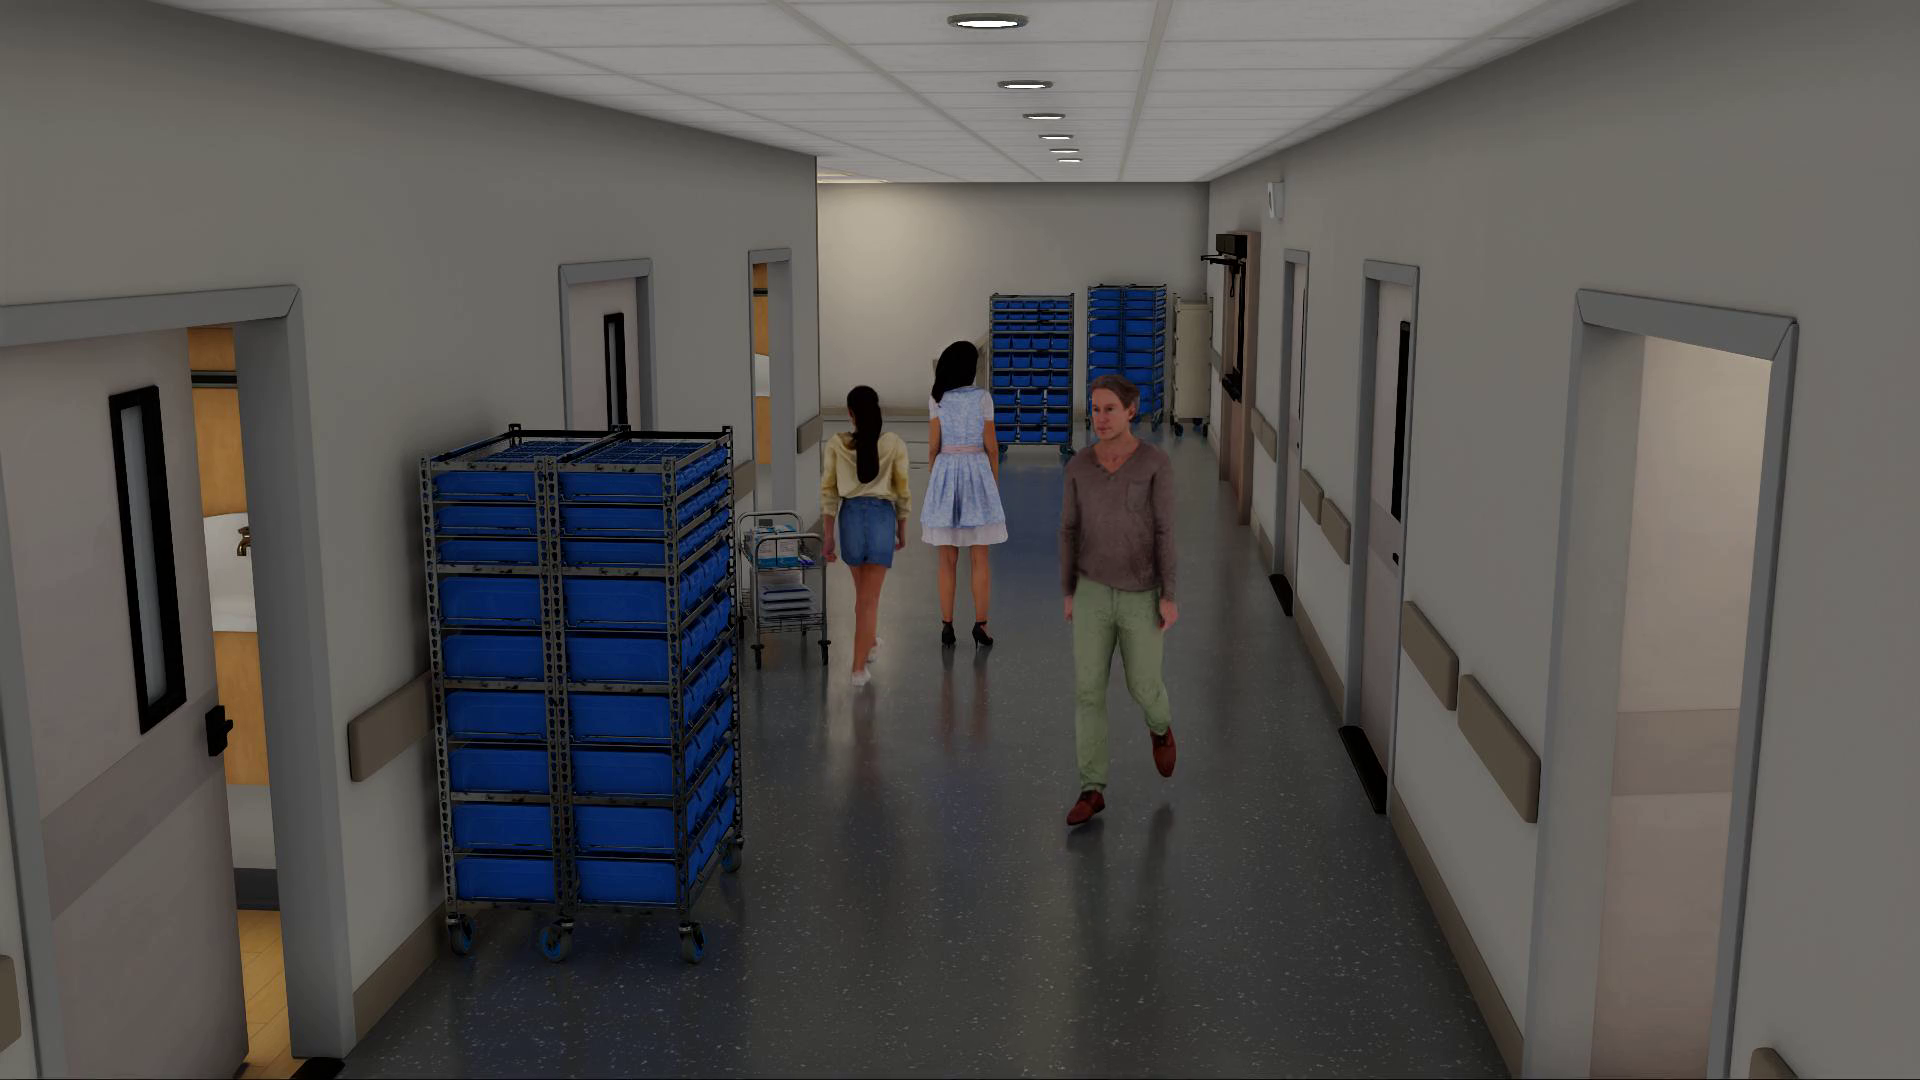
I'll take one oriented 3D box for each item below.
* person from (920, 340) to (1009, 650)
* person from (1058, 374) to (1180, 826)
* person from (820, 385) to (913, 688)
[{"bbox_3d":[0.020,-0.262,9.766,0.729,1.811,0.752,2,11,13],"label":"person"},{"bbox_3d":[0.702,0.237,7.025,0.862,1.852,1.113,4,11,21],"label":"person"},{"bbox_3d":[-0.508,0.009,8.937,0.646,1.586,1.057,1,11,7],"label":"person"}]
